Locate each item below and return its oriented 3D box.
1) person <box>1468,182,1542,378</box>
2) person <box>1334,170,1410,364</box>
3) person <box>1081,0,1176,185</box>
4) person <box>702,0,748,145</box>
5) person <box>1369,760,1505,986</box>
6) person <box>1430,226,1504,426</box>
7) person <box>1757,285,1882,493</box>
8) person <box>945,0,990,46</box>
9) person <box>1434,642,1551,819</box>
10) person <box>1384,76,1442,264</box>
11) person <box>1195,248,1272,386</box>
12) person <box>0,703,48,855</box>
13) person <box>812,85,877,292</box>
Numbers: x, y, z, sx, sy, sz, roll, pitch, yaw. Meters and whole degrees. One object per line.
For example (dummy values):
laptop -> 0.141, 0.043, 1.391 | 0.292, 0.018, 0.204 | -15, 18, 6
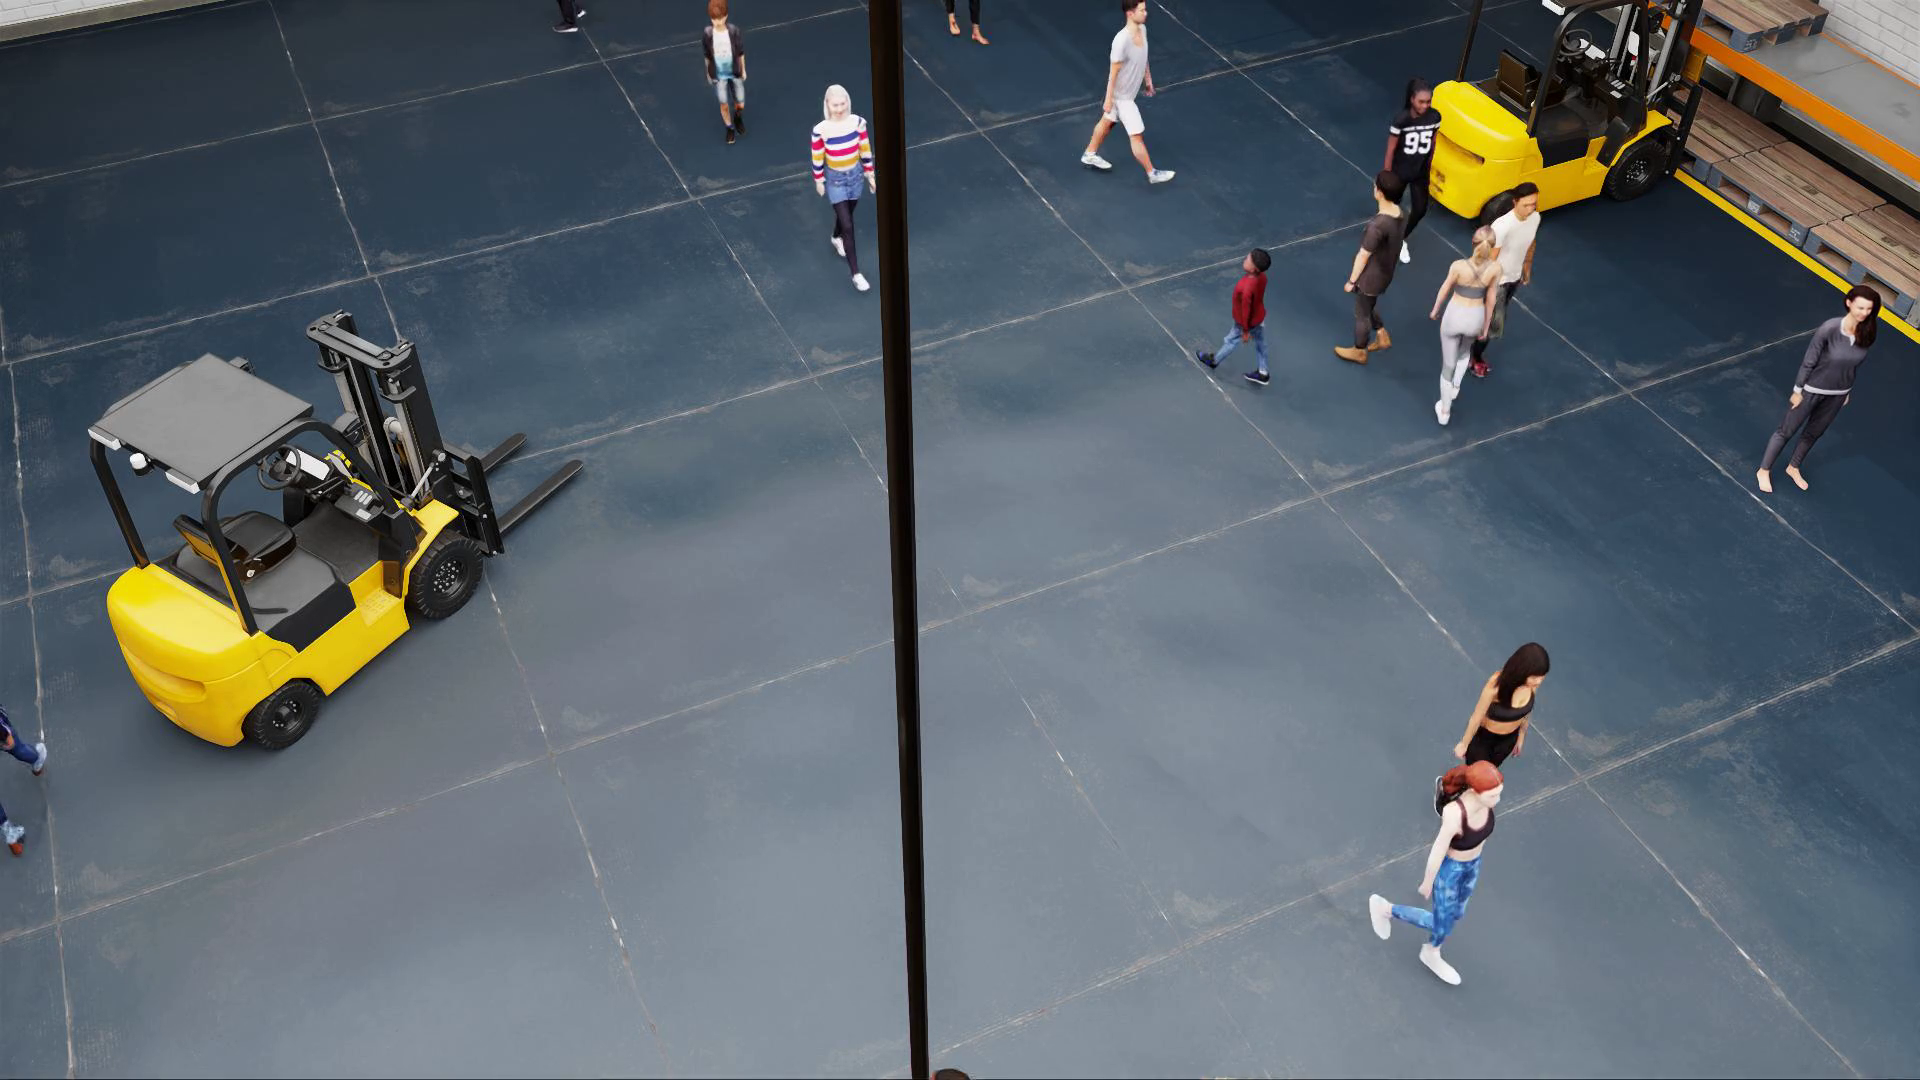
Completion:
person -> 4.236, -2.126, 13.248 | 0.718, 1.786, 0.714 | -29, 51, -27
person -> 3.389, -2.123, 13.302 | 0.810, 1.696, 0.775 | 28, 50, 26
person -> 1.436, -4.168, 15.373 | 1.317, 1.801, 1.167 | 20, 47, 20
person -> -2.251, -4.536, 16.026 | 0.613, 1.433, 0.643 | -6, 44, -6
person -> 2.647, 1.775, 9.162 | 0.721, 1.773, 0.926 | -34, 53, -30
person -> 3.863, -1.605, 12.770 | 0.791, 1.680, 0.908 | 3, 44, 3
person -> 6.311, -1.114, 12.192 | 0.671, 1.768, 0.631 | -5, 44, -5
person -> -0.048, -6.168, 17.472 | 0.592, 1.801, 0.896 | -16, 46, -16
person -> 3.141, 1.113, 9.954 | 0.598, 1.629, 0.644 | -10, 44, -10
person -> 3.848, -3.236, 14.455 | 0.696, 1.718, 0.724 | -7, 44, -7
person -> 2.361, -1.751, 13.250 | 0.933, 1.230, 0.770 | 26, 49, 25
person -> -5.845, 1.233, 9.866 | 0.708, 1.577, 1.048 | -12, 45, -12
person -> -1.016, -3.109, 14.288 | 0.696, 1.765, 1.134 | -21, 47, -20
